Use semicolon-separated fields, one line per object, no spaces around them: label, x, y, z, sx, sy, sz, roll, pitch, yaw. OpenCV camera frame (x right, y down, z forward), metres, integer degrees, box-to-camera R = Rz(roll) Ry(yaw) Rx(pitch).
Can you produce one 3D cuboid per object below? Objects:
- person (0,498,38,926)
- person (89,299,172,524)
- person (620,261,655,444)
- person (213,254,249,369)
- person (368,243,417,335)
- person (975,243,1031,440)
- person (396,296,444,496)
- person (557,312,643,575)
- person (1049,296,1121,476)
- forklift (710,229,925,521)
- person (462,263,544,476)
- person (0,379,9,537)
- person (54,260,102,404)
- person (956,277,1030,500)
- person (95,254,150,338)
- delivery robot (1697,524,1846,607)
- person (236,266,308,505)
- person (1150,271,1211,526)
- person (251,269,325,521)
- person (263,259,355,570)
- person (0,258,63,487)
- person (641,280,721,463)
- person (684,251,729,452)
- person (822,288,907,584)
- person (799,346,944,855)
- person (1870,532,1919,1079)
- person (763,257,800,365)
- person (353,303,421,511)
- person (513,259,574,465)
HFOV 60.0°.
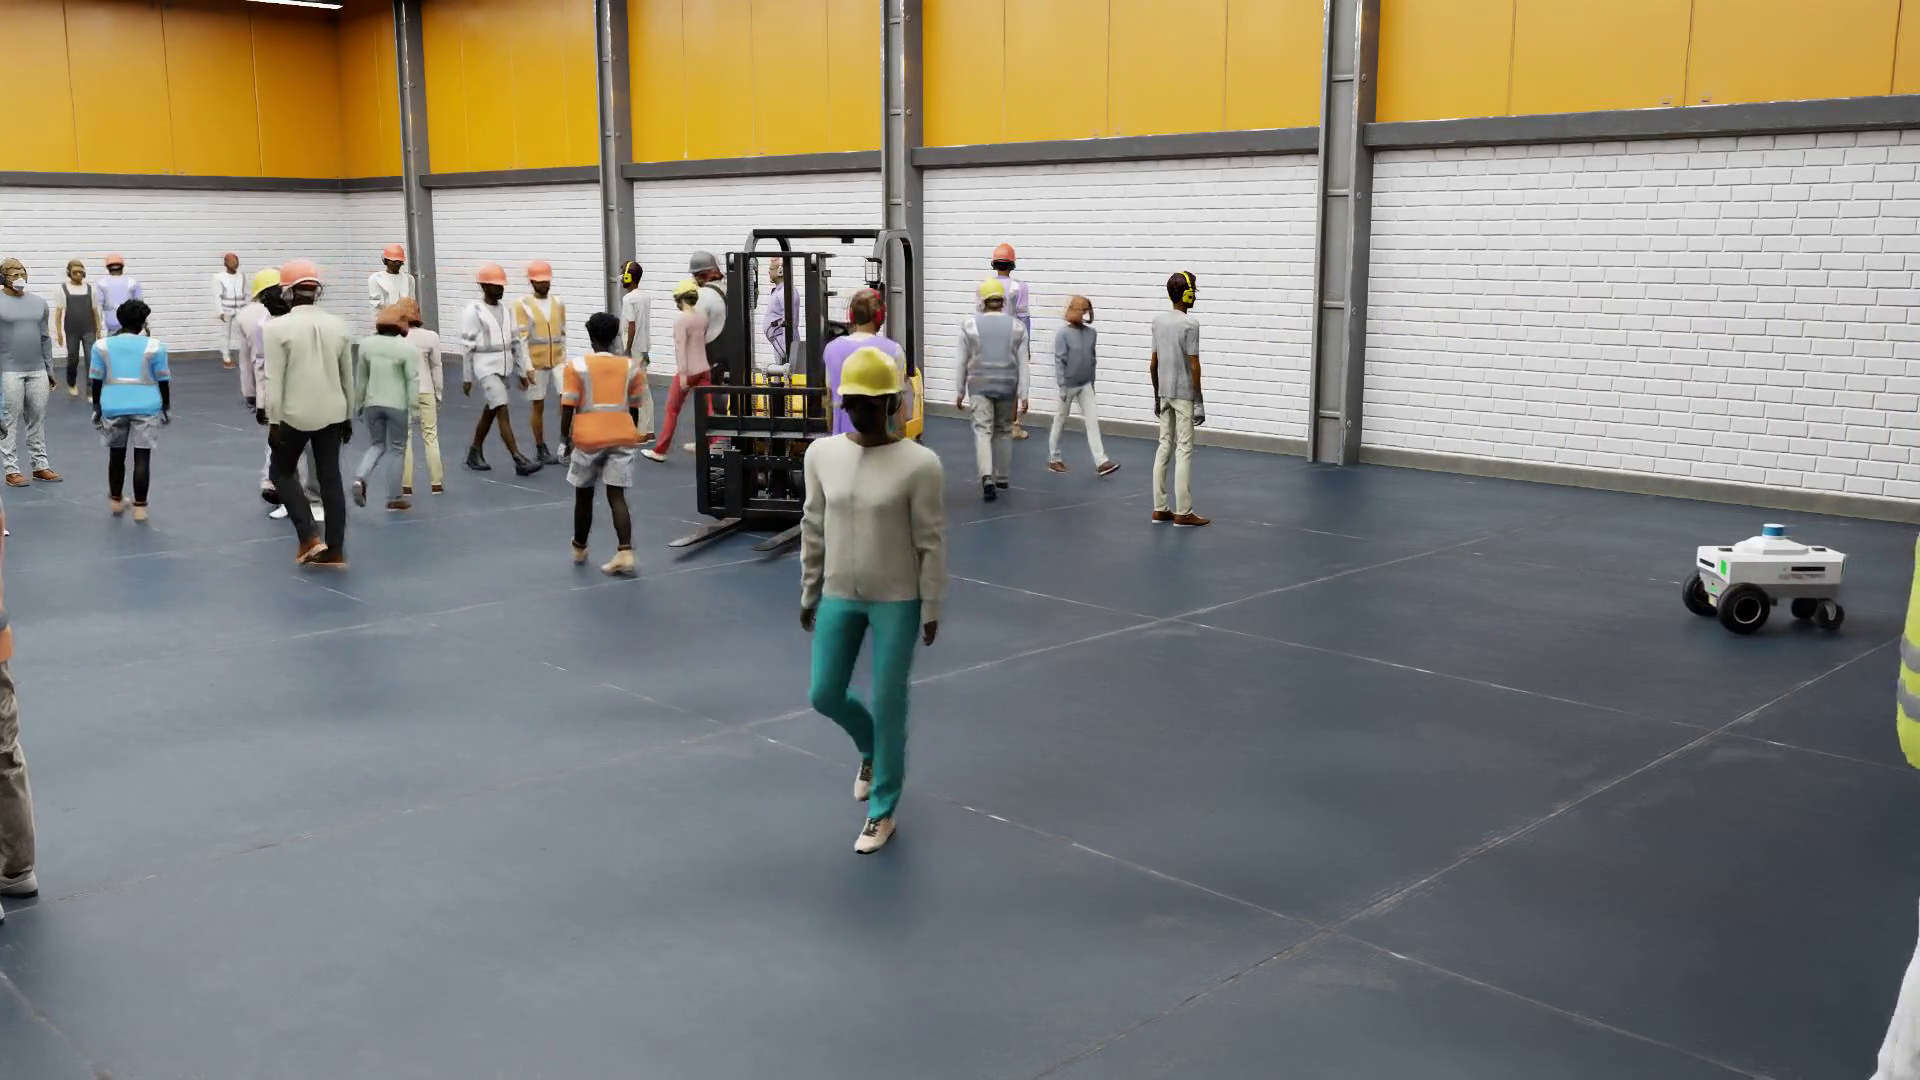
person;-3.094;0.386;5.132;0.305;1.640;0.522;-1;10;-3
person;-6.201;-0.969;12.499;0.555;1.655;0.752;-2;11;-13
person;-3.332;-1.911;17.030;0.313;1.869;0.538;2;11;13
person;-11.525;-3.614;26.409;0.575;1.831;0.989;-10;14;-42
person;-6.895;-2.602;20.356;0.389;2.034;0.605;9;14;40
person;0.463;-2.062;17.365;0.615;2.047;0.359;5;12;27
person;-4.499;-1.175;13.662;0.499;1.634;0.285;-4;11;-23
person;-2.273;-0.615;10.553;0.594;1.645;0.747;-6;12;-31
person;1.074;-1.355;14.742;0.523;1.584;0.834;-8;13;-36
forklift;-1.050;-1.319;12.920;1.214;2.155;2.313;2;11;13
person;-4.160;-1.519;14.872;1.031;1.889;0.571;6;12;30
person;-6.978;-0.813;11.675;0.309;1.640;0.511;9;14;41
person;-11.244;-2.654;21.205;0.514;1.831;0.707;-8;13;-37
person;0.272;-1.235;13.561;0.604;1.801;0.829;-1;10;-6
person;-11.324;-2.912;22.491;0.636;1.863;1.015;-5;11;-25
delivery robot;4.434;0.155;9.098;0.707;0.478;0.477;0;10;-1
person;-5.216;-1.167;12.902;0.659;1.892;0.427;3;11;18
person;1.615;-1.036;12.256;0.327;1.874;0.521;-7;13;-35
person;-4.959;-1.073;12.485;0.630;1.889;0.374;1;10;4
person;-4.137;-0.786;10.594;0.468;1.975;0.647;8;13;36
person;-8.036;-1.433;14.238;0.372;1.940;0.632;5;12;26
person;-2.540;-1.544;15.444;0.881;1.713;0.535;5;12;26
person;-2.334;-1.829;16.120;0.881;2.000;0.685;4;11;21
person;-0.556;-0.588;9.934;0.586;1.826;0.733;7;12;33
person;-0.300;0.194;5.846;0.540;1.755;0.459;4;11;20
person;2.406;0.526;3.901;0.490;1.854;0.638;4;11;22
person;-1.913;-2.084;17.870;0.401;1.910;0.640;-2;11;-8
person;-4.416;-1.000;12.753;0.547;1.610;0.509;2;11;12
person;-3.784;-1.618;15.312;0.556;1.912;0.719;-9;14;-41
